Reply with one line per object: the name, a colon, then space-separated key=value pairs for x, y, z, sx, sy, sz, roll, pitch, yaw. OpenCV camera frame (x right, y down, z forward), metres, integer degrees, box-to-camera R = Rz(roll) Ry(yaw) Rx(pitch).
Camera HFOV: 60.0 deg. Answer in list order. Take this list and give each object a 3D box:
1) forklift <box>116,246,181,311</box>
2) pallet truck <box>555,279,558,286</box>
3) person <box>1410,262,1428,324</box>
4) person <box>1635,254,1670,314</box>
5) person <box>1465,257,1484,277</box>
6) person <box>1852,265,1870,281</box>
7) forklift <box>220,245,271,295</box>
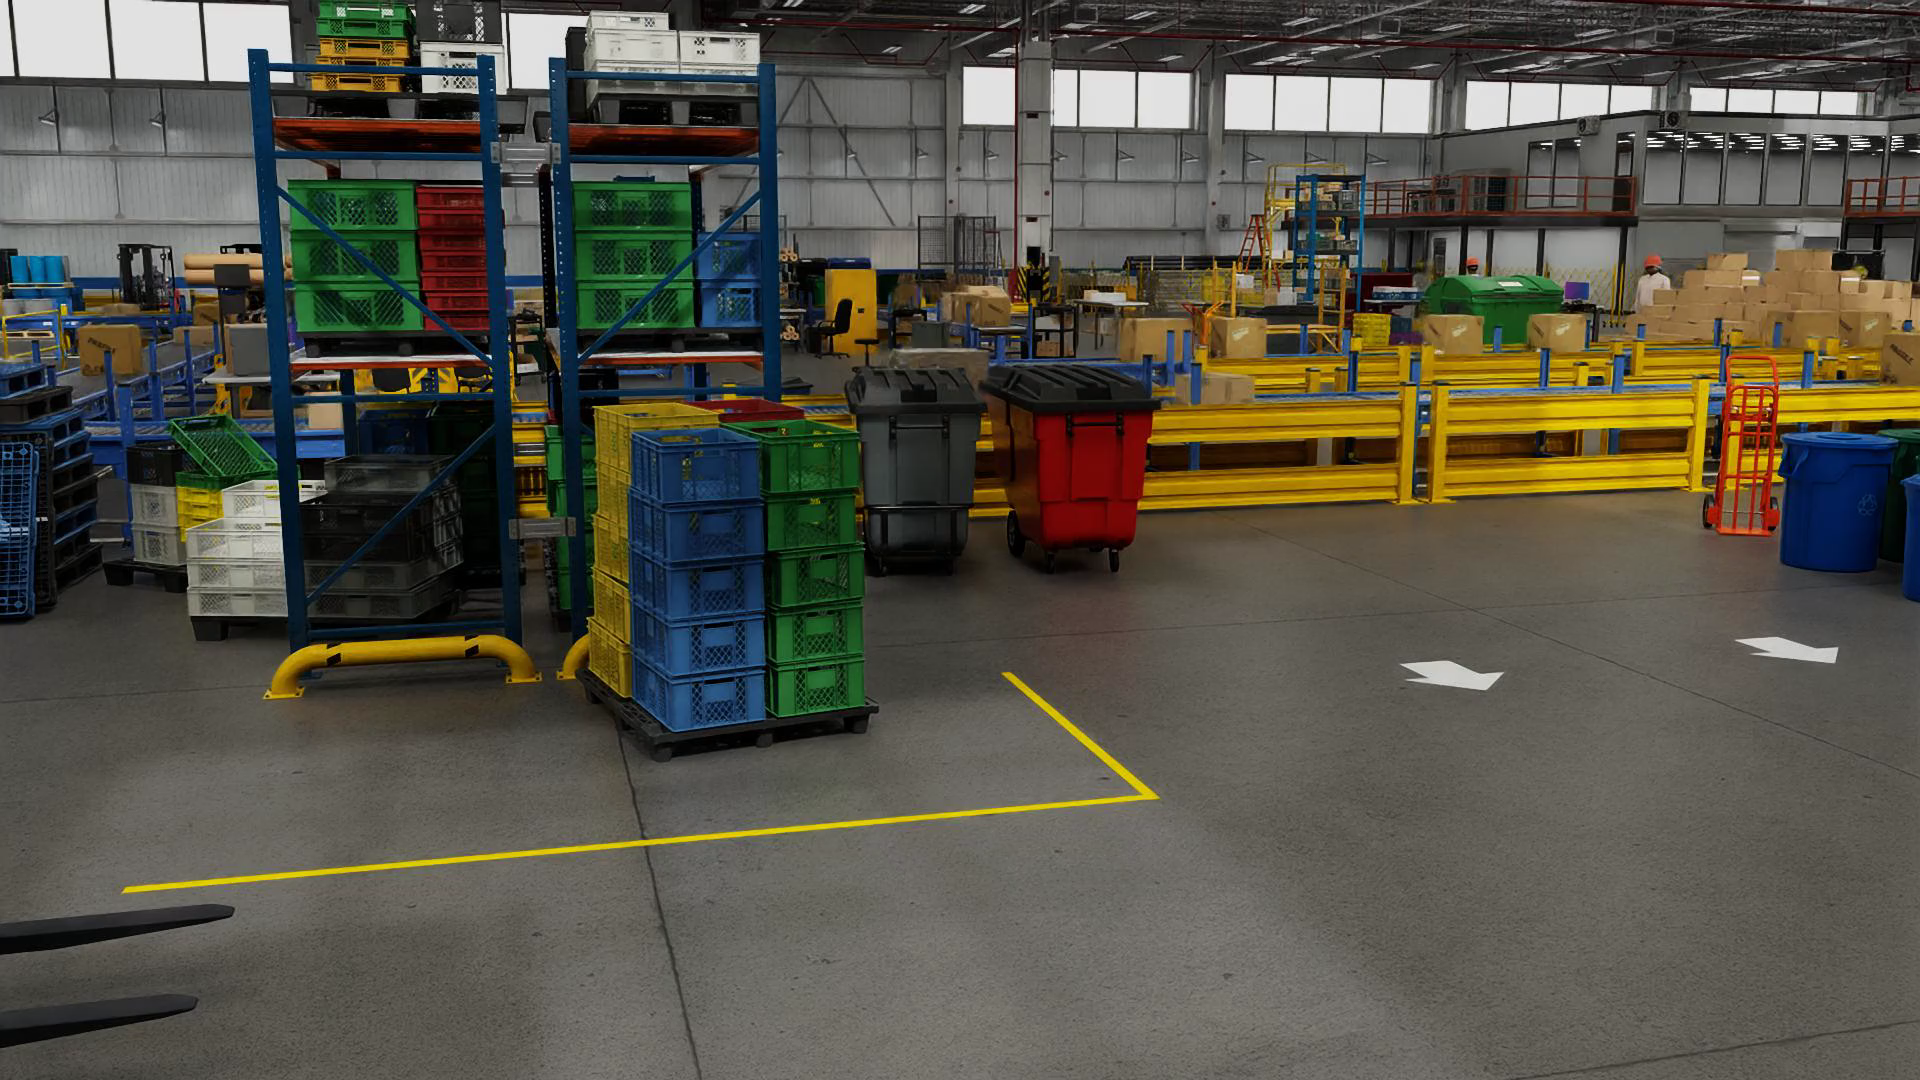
forklift: x=-19.966 y=-6.232 z=40.894 sx=1.157 sy=1.987 sz=2.680 roll=-3 pitch=10 yaw=-15
pallet truck: x=-10.604 y=-6.375 z=44.520 sx=0.653 sy=1.274 sz=1.630 roll=-3 pitch=10 yaw=-15
person: x=12.392 y=-6.614 z=44.751 sx=0.496 sy=1.700 sz=0.884 roll=-3 pitch=11 yaw=-18
person: x=11.644 y=-3.812 z=28.070 sx=0.391 sy=1.986 sz=0.608 roll=-6 pitch=12 yaw=-31
person: x=9.375 y=-4.215 z=30.517 sx=0.542 sy=1.928 sz=0.374 roll=-3 pitch=10 yaw=-17
person: x=15.685 y=-3.941 z=29.352 sx=0.586 sy=1.804 sz=0.841 roll=-8 pitch=13 yaw=-37
forklift: x=-17.749 y=-6.334 z=41.440 sx=1.157 sy=1.987 sz=2.680 roll=-3 pitch=10 yaw=-17
